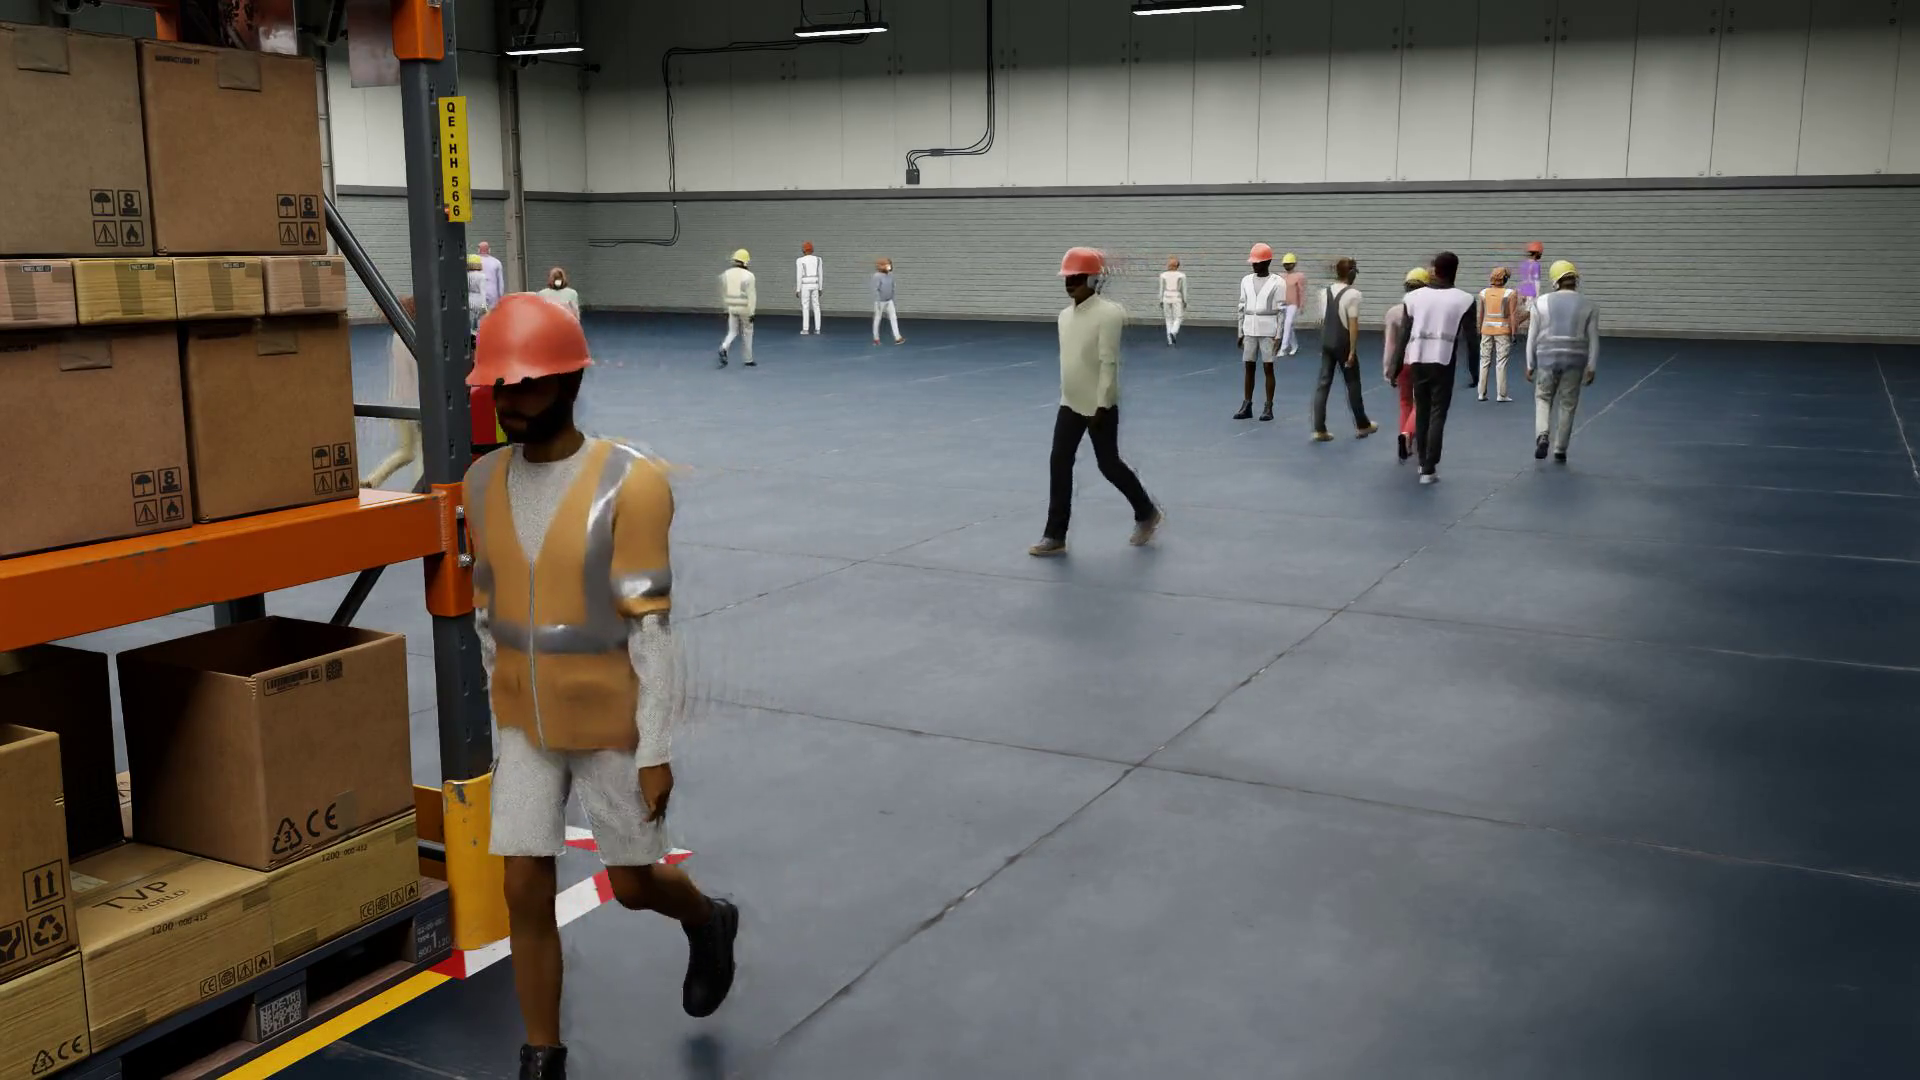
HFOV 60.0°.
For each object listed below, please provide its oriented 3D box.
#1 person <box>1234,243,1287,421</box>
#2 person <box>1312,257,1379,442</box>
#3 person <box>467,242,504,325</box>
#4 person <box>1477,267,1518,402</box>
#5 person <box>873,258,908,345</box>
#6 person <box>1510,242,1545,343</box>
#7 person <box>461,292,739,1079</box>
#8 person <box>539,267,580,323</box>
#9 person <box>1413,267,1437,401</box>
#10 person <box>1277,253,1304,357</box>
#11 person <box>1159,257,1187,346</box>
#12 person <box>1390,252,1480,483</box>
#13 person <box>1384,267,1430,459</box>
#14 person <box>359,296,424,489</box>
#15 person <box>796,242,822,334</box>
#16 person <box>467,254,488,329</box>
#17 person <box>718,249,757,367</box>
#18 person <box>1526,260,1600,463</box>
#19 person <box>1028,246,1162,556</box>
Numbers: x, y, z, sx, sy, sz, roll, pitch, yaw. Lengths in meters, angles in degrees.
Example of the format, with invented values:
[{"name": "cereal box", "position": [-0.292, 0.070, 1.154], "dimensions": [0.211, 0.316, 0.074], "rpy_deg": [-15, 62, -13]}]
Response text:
[{"name": "person", "position": [3.284, -2.271, 18.230], "dimensions": [0.542, 1.930, 0.374], "rpy_deg": [7, 13, 34]}, {"name": "person", "position": [3.819, -1.890, 16.482], "dimensions": [0.927, 1.799, 0.533], "rpy_deg": [-9, 14, -40]}, {"name": "person", "position": [-8.936, -4.660, 31.350], "dimensions": [0.678, 1.890, 0.461], "rpy_deg": [-2, 11, -13]}, {"name": "person", "position": [6.530, -2.494, 20.237], "dimensions": [0.523, 1.639, 0.306], "rpy_deg": [10, 14, 43]}, {"name": "person", "position": [-1.323, -4.363, 30.525], "dimensions": [0.526, 1.589, 0.843], "rpy_deg": [-10, 14, -43]}, {"name": "person", "position": [10.626, -4.615, 31.099], "dimensions": [0.912, 1.907, 0.555], "rpy_deg": [0, 10, -1]}, {"name": "person", "position": [-0.845, 0.378, 3.857], "dimensions": [0.562, 1.910, 0.841], "rpy_deg": [4, 11, 20]}, {"name": "person", "position": [-5.171, -2.714, 21.484], "dimensions": [0.508, 1.618, 0.493], "rpy_deg": [-2, 11, -13]}, {"name": "person", "position": [5.723, -2.498, 20.262], "dimensions": [0.514, 1.641, 0.307], "rpy_deg": [3, 11, 15]}, {"name": "person", "position": [5.540, -3.952, 27.967], "dimensions": [0.532, 1.732, 0.894], "rpy_deg": [9, 13, 39]}, {"name": "person", "position": [3.889, -4.358, 30.441], "dimensions": [0.525, 1.622, 0.494], "rpy_deg": [4, 11, 22]}, {"name": "person", "position": [3.990, -1.445, 13.875], "dimensions": [0.659, 1.872, 0.923], "rpy_deg": [7, 12, 32]}, {"name": "person", "position": [4.069, -1.585, 15.002], "dimensions": [0.514, 1.738, 0.694], "rpy_deg": [7, 12, 33]}, {"name": "person", "position": [-3.900, -0.915, 11.704], "dimensions": [0.511, 1.607, 0.617], "rpy_deg": [10, 14, 43]}, {"name": "person", "position": [-3.088, -5.142, 34.076], "dimensions": [0.588, 1.887, 0.416], "rpy_deg": [-6, 12, -29]}, {"name": "person", "position": [-8.333, -4.043, 28.489], "dimensions": [0.499, 1.707, 0.851], "rpy_deg": [4, 11, 19]}, {"name": "person", "position": [-3.391, -3.525, 25.386], "dimensions": [0.595, 1.818, 0.640], "rpy_deg": [6, 12, 29]}, {"name": "person", "position": [5.347, -1.573, 14.767], "dimensions": [0.613, 1.803, 0.428], "rpy_deg": [4, 11, 21]}, {"name": "person", "position": [0.874, -0.889, 10.638], "dimensions": [0.949, 1.965, 0.621], "rpy_deg": [-8, 13, -36]}]
